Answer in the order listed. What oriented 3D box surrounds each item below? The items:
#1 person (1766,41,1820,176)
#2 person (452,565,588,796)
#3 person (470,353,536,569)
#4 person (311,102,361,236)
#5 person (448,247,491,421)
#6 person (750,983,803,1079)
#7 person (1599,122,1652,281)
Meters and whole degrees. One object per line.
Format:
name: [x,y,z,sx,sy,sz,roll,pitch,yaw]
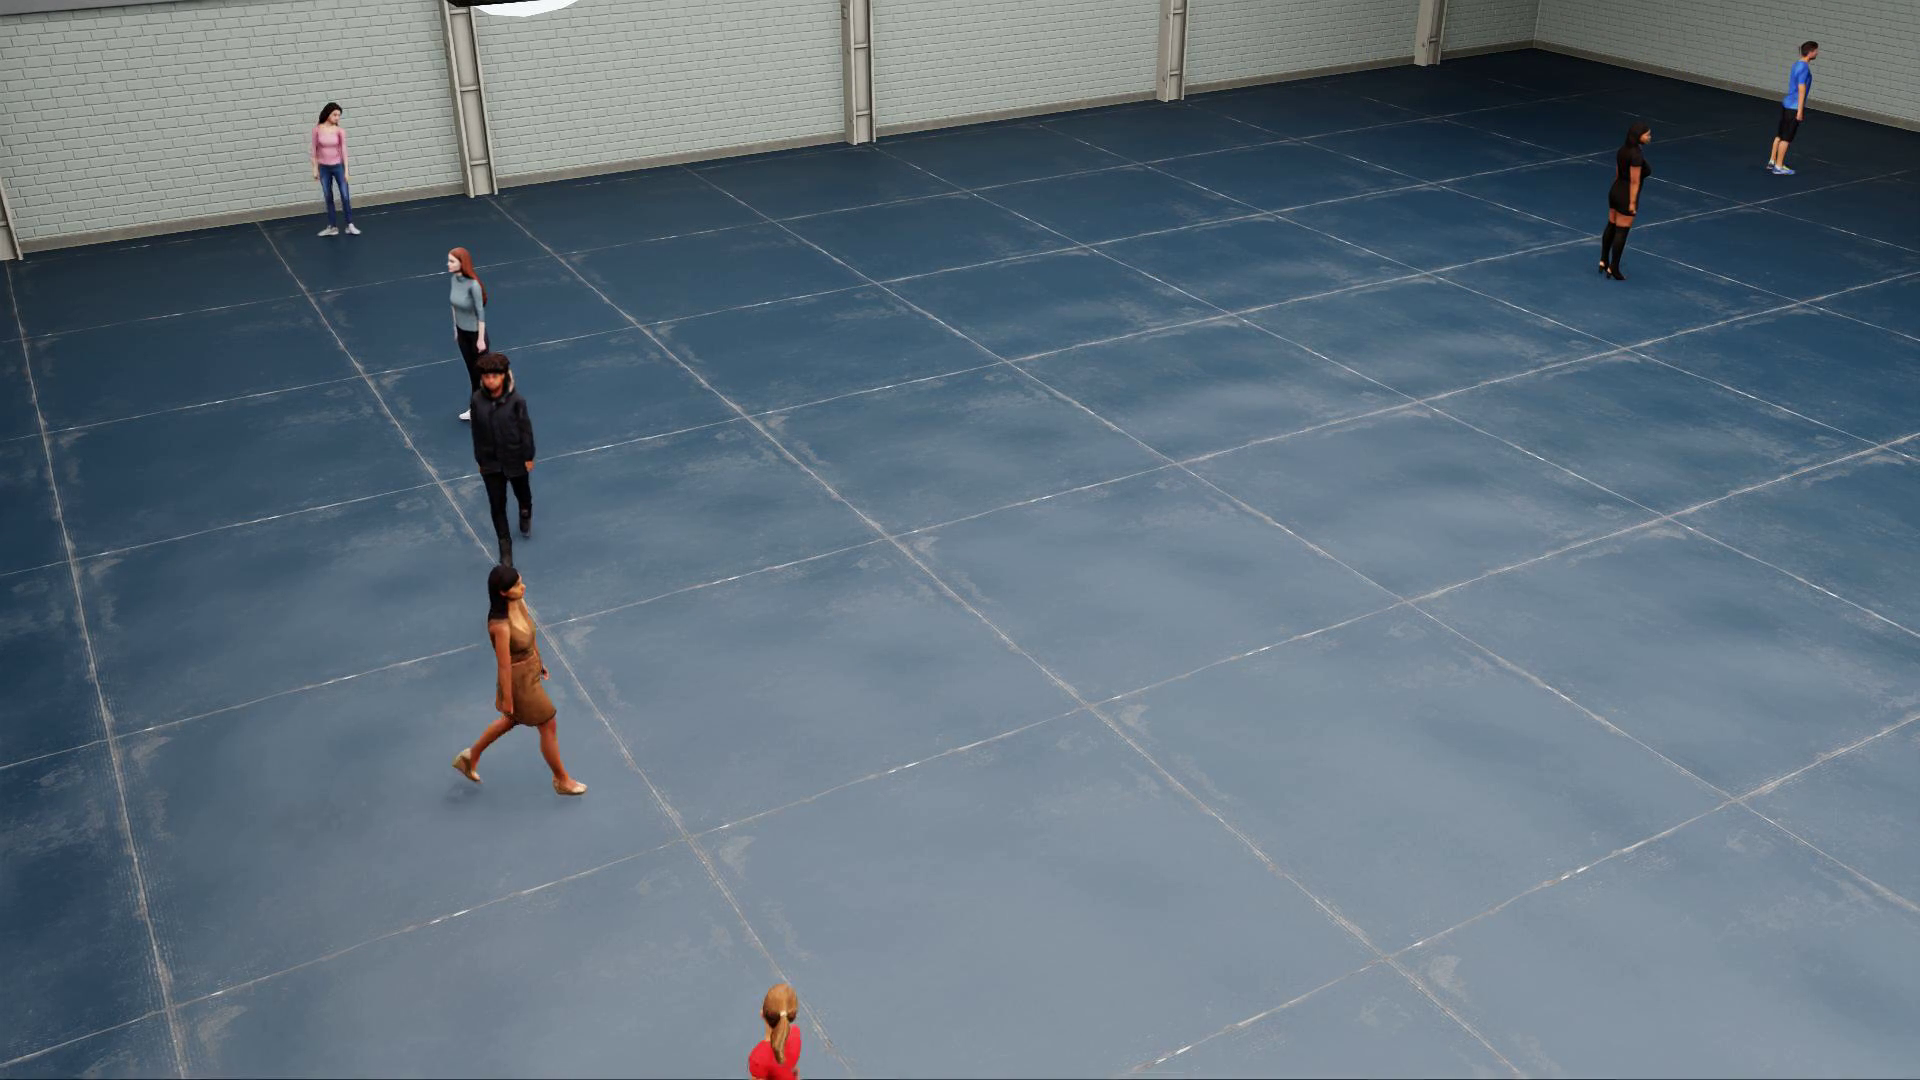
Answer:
person: [12.078,-6.276,24.109,0.748,1.866,0.702,5,28,9]
person: [-2.826,0.906,10.389,1.140,1.659,0.872,-2,27,-4]
person: [-3.663,-0.696,13.398,1.137,1.752,0.948,-5,28,-9]
person: [-8.102,-4.751,21.308,0.620,1.719,0.836,3,27,6]
person: [-4.639,-1.943,15.829,0.636,1.742,0.633,22,35,36]
person: [-0.813,2.605,7.498,0.763,1.283,0.641,11,29,20]
person: [7.905,-4.042,19.784,0.760,1.854,0.741,-1,27,-1]
